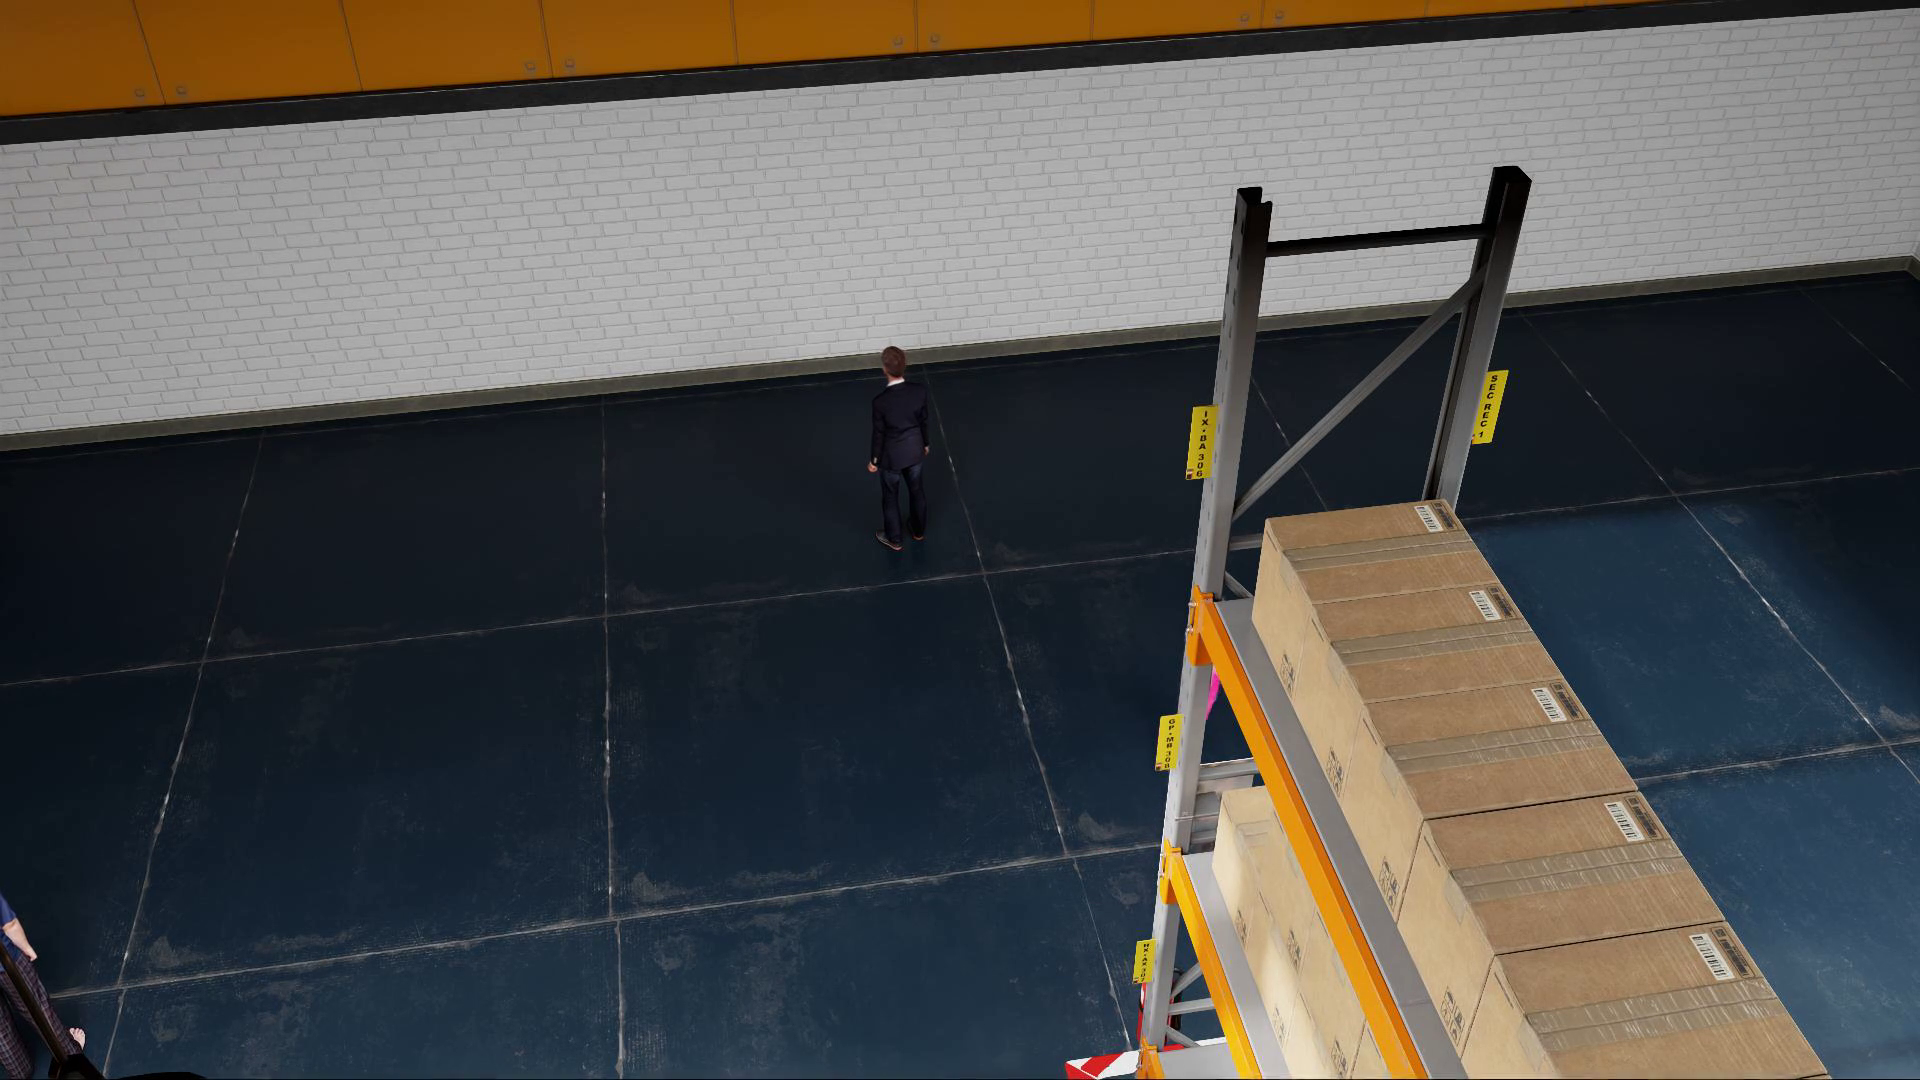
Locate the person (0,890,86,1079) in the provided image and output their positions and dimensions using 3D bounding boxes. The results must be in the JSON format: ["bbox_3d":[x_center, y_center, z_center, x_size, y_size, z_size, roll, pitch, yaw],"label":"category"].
[{"bbox_3d":[-5.399,2.371,9.232,0.731,1.871,0.680,-22,43,-25],"label":"person"}]

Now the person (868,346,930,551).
[{"bbox_3d":[-0.478,-0.724,13.153,0.761,1.813,0.718,-19,43,-23],"label":"person"}]
